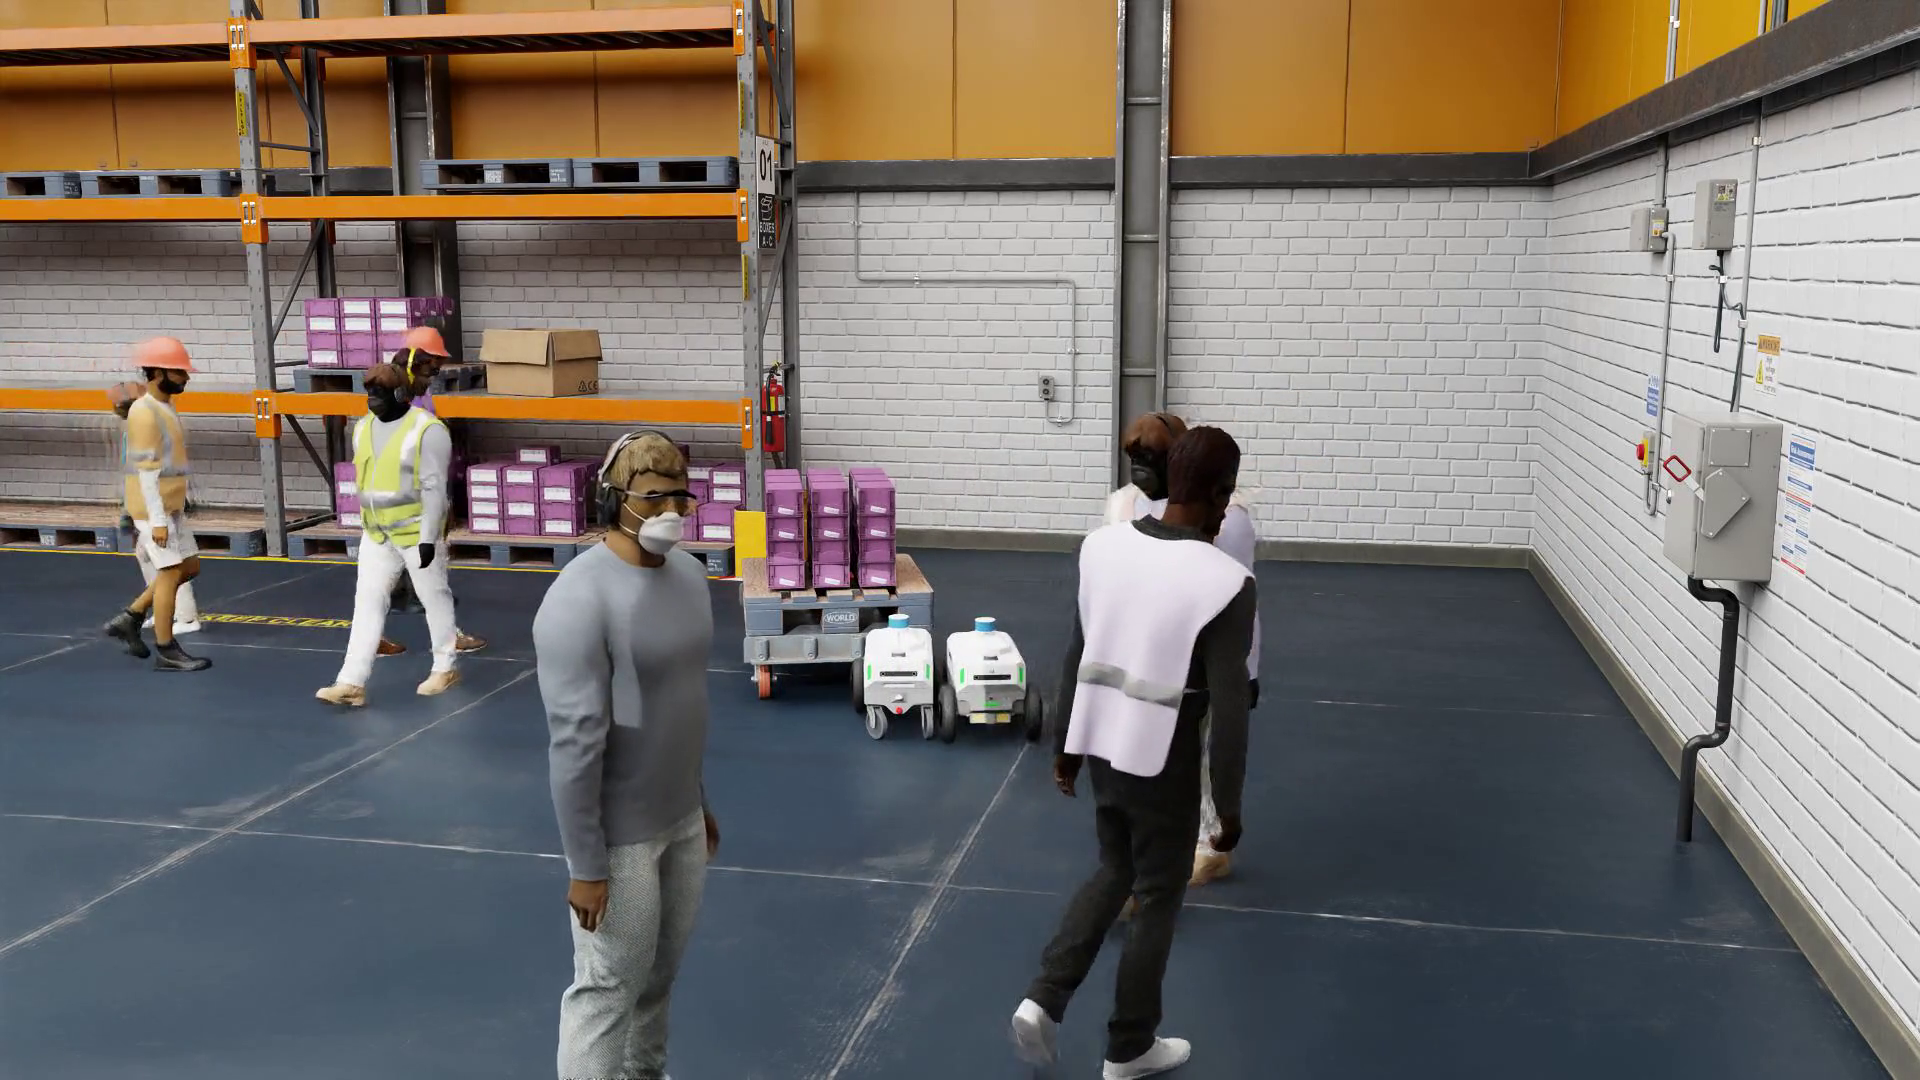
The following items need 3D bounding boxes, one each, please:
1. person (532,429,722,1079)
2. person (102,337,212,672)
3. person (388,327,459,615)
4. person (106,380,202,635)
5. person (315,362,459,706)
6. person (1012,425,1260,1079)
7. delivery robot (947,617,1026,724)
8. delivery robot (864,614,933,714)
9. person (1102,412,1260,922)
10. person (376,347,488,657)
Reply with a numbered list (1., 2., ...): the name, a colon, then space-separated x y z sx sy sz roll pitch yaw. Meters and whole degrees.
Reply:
1. person: -0.772 0.696 4.029 0.374 1.936 0.629 3 10 18
2. person: -4.549 -0.188 9.424 0.567 1.917 0.590 -2 10 -13
3. person: -3.570 -0.453 11.027 0.604 1.908 0.621 -2 10 -12
4. person: -5.026 -0.190 10.318 0.562 1.606 0.583 -1 9 -6
5. person: -2.989 -0.017 8.713 0.649 1.798 0.915 4 10 23
6. person: 0.502 0.627 4.596 0.558 1.882 0.649 -8 12 -40
7. delivery robot: 0.125 0.629 8.300 0.477 0.478 0.707 -1 9 -5
8. delivery robot: -0.308 0.618 8.367 0.477 0.478 0.707 0 9 -2
9. person: 0.681 0.445 5.964 0.966 1.792 0.629 -7 12 -37
10. person: -3.214 -0.218 9.837 0.843 1.825 0.547 -5 11 -26
